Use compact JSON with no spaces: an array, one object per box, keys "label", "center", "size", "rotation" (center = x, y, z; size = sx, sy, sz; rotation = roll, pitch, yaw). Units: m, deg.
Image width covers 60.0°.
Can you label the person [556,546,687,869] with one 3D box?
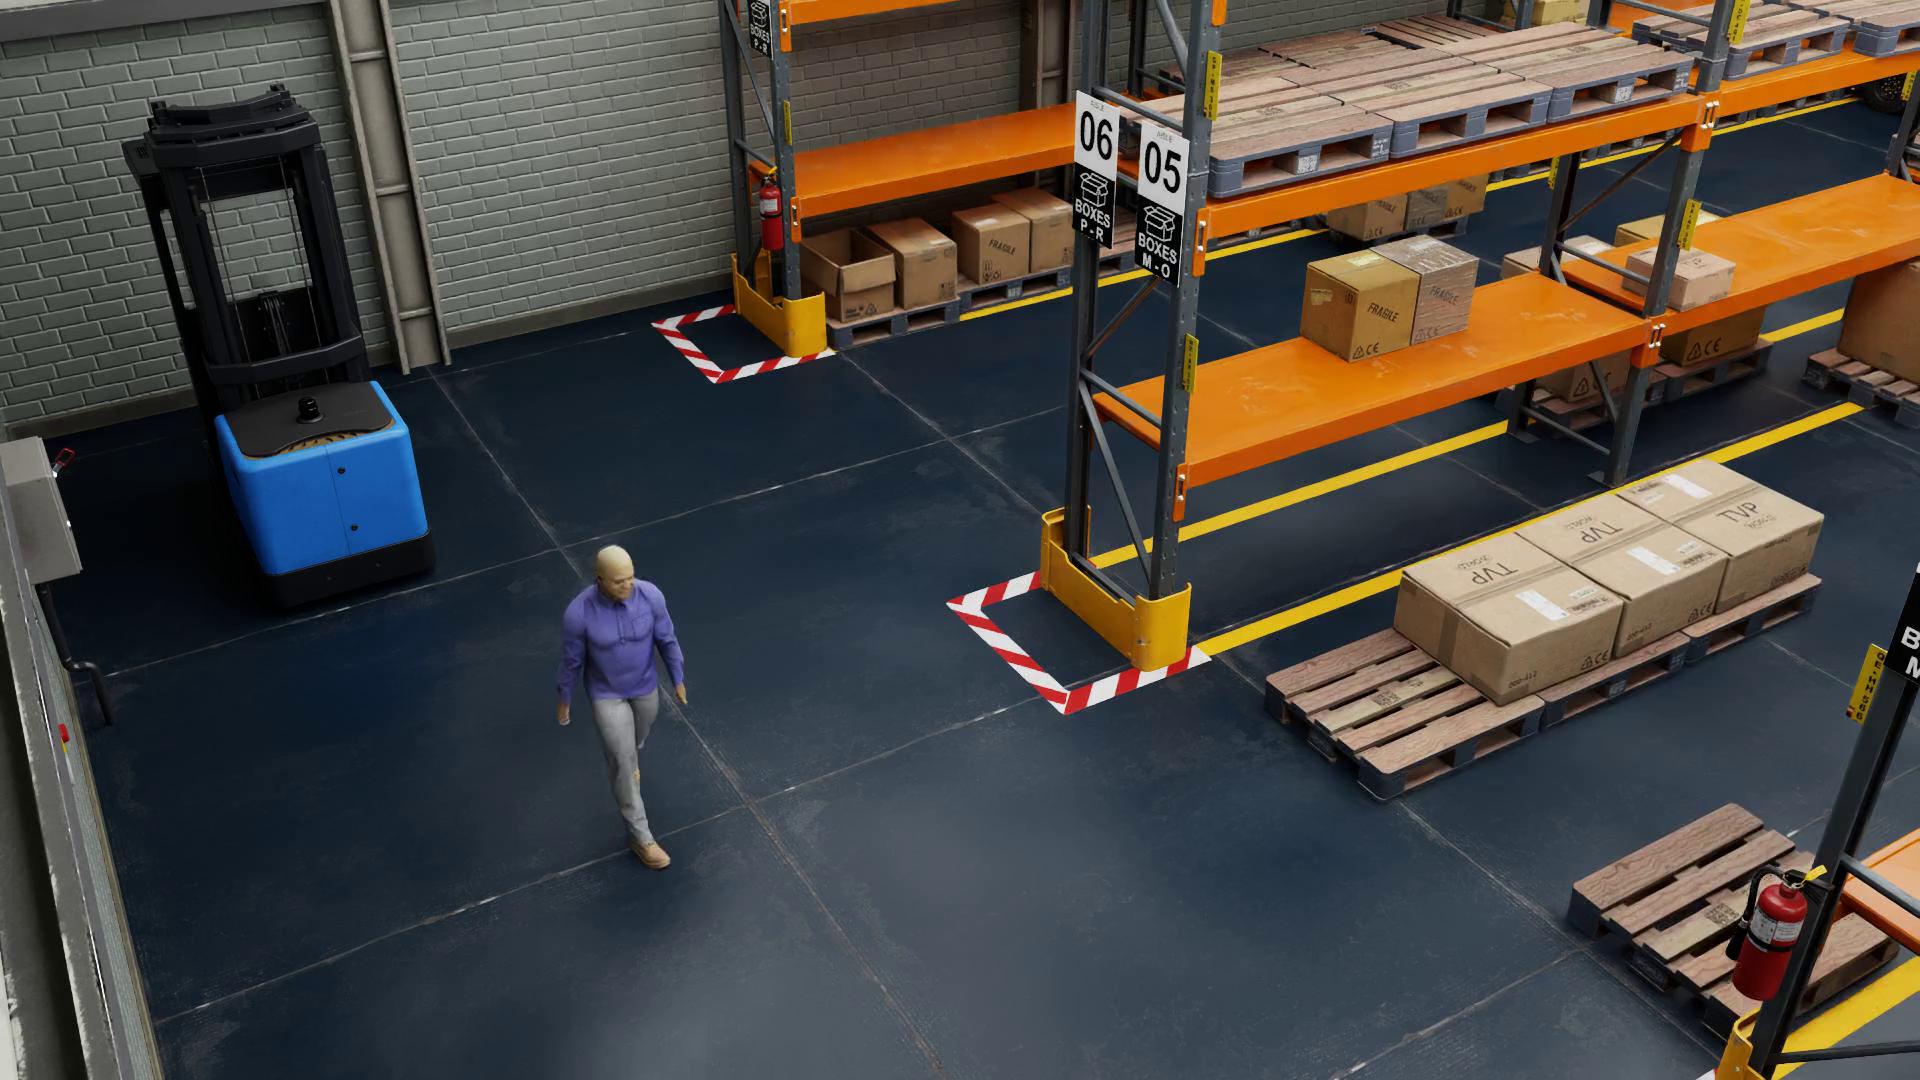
[{"label":"person","center":[-1.728,0.718,8.378],"size":[0.650,1.753,0.925],"rotation":[-16,35,-25]}]

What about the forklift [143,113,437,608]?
[{"label":"forklift","center":[-4.289,-1.259,10.509],"size":[1.129,2.768,1.873],"rotation":[-17,36,-26]}]

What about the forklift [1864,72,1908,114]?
[{"label":"forklift","center":[11.468,-5.645,18.244],"size":[1.214,2.155,2.313],"rotation":[-17,36,-26]}]
